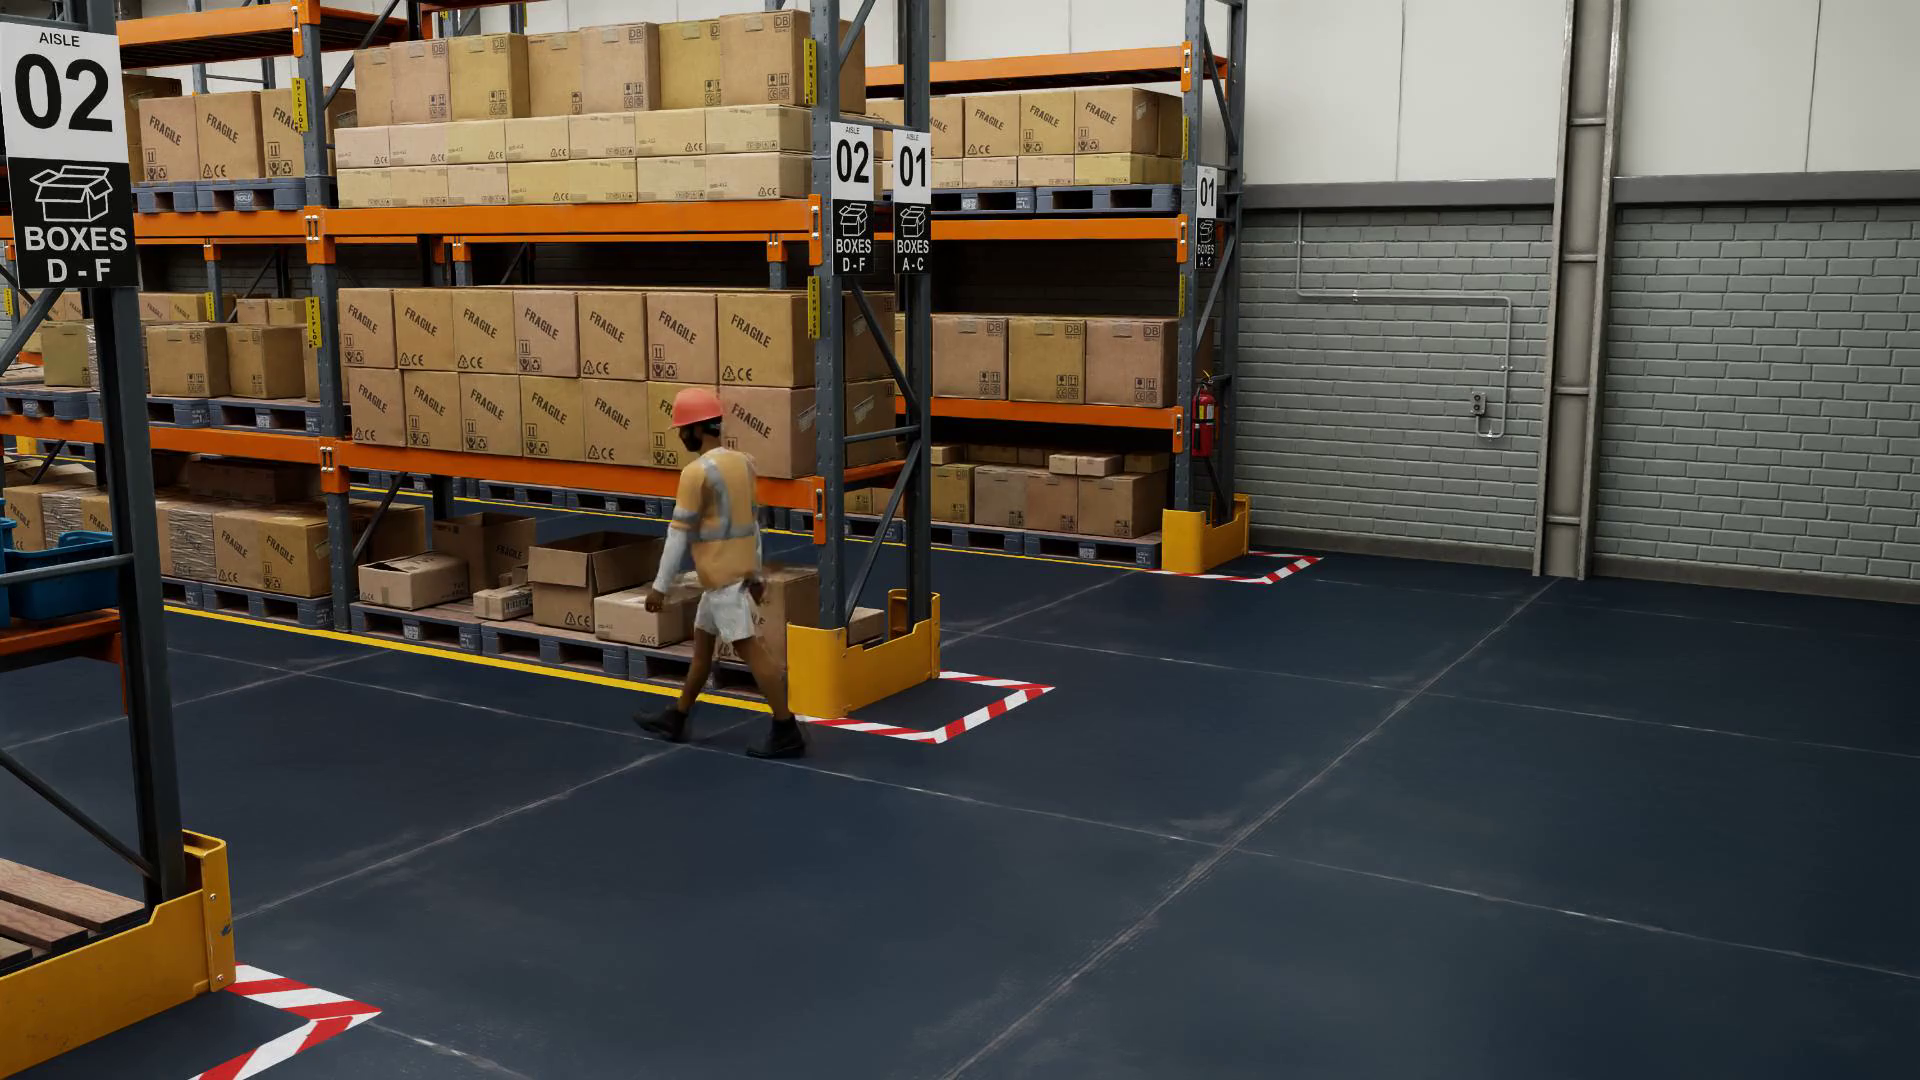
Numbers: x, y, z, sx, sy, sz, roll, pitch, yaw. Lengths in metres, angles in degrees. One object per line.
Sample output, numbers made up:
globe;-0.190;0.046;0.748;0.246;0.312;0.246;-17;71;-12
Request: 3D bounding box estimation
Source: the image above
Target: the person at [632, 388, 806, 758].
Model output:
person;-1.236;0.174;8.441;1.019;1.877;0.569;3;10;18
